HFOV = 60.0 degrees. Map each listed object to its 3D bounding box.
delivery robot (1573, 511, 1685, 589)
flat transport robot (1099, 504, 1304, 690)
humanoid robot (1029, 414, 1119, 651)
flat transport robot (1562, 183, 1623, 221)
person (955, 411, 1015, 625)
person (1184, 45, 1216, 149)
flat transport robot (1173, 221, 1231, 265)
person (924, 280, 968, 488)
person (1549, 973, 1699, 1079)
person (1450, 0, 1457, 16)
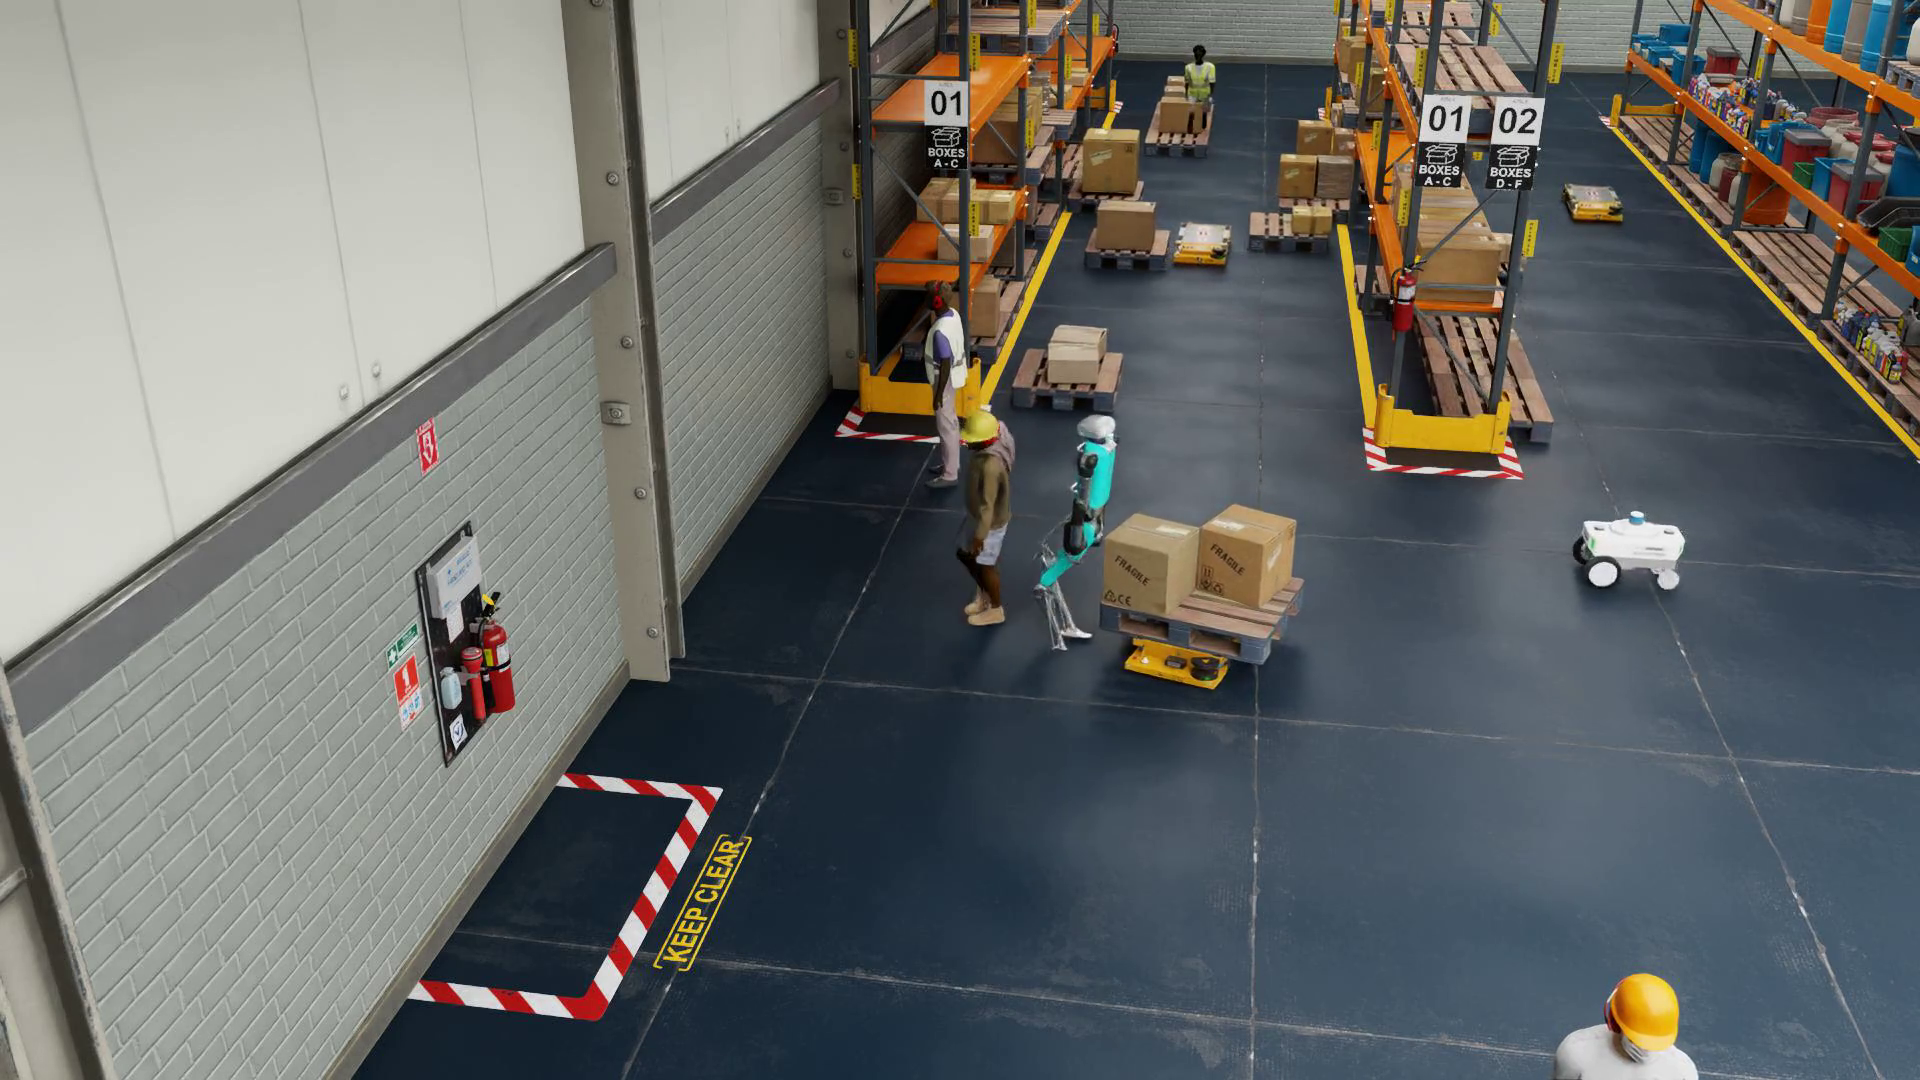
[{"bbox_3d":[5.166,0.068,12.876,0.775,0.596,0.499,3,25,7],"label":"delivery robot"},{"bbox_3d":[1.754,0.629,12.011,0.659,0.231,1.431,12,28,24],"label":"flat transport robot"},{"bbox_3d":[0.742,-0.059,11.759,0.678,1.798,0.531,11,27,23],"label":"humanoid robot"},{"bbox_3d":[8.977,-4.796,23.623,0.659,0.231,1.431,5,26,11],"label":"flat transport robot"},{"bbox_3d":[0.164,-0.153,11.963,0.415,1.722,0.600,-6,26,-13],"label":"person"},{"bbox_3d":[3.954,-7.347,27.449,0.522,1.645,0.899,6,26,13],"label":"person"},{"bbox_3d":[3.162,-3.861,21.621,0.659,0.231,1.431,5,25,10],"label":"flat transport robot"},{"bbox_3d":[-0.122,-1.349,14.382,0.374,1.843,0.567,3,25,7],"label":"person"},{"bbox_3d":[2.440,2.404,6.305,0.569,1.889,0.389,8,26,16],"label":"person"},{"bbox_3d":[9.268,-9.327,31.560,0.317,1.762,0.521,-15,29,-29],"label":"person"}]
